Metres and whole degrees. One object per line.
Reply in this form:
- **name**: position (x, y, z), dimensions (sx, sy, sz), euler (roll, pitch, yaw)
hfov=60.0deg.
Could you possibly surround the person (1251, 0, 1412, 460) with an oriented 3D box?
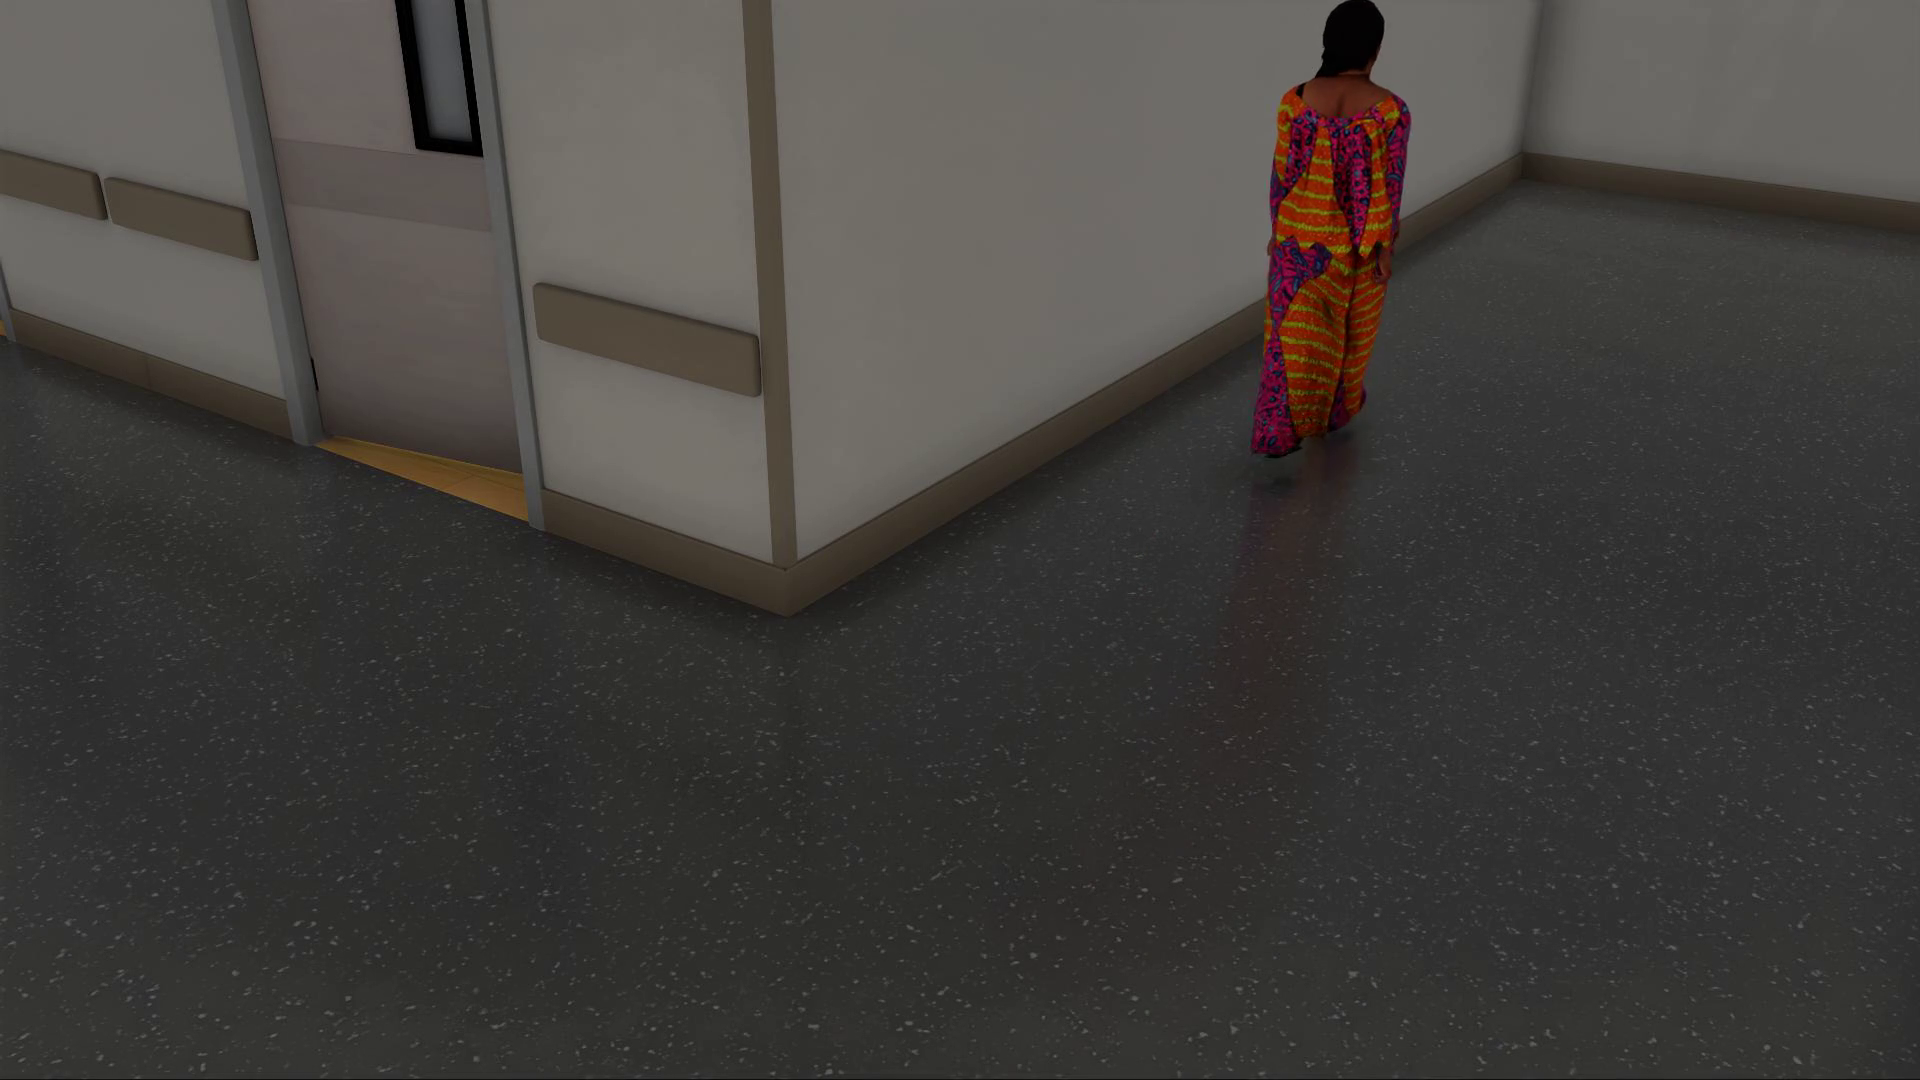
- **person**: position (1.310, -1.086, 5.978), dimensions (0.796, 1.672, 1.182), euler (11, 28, 21)
